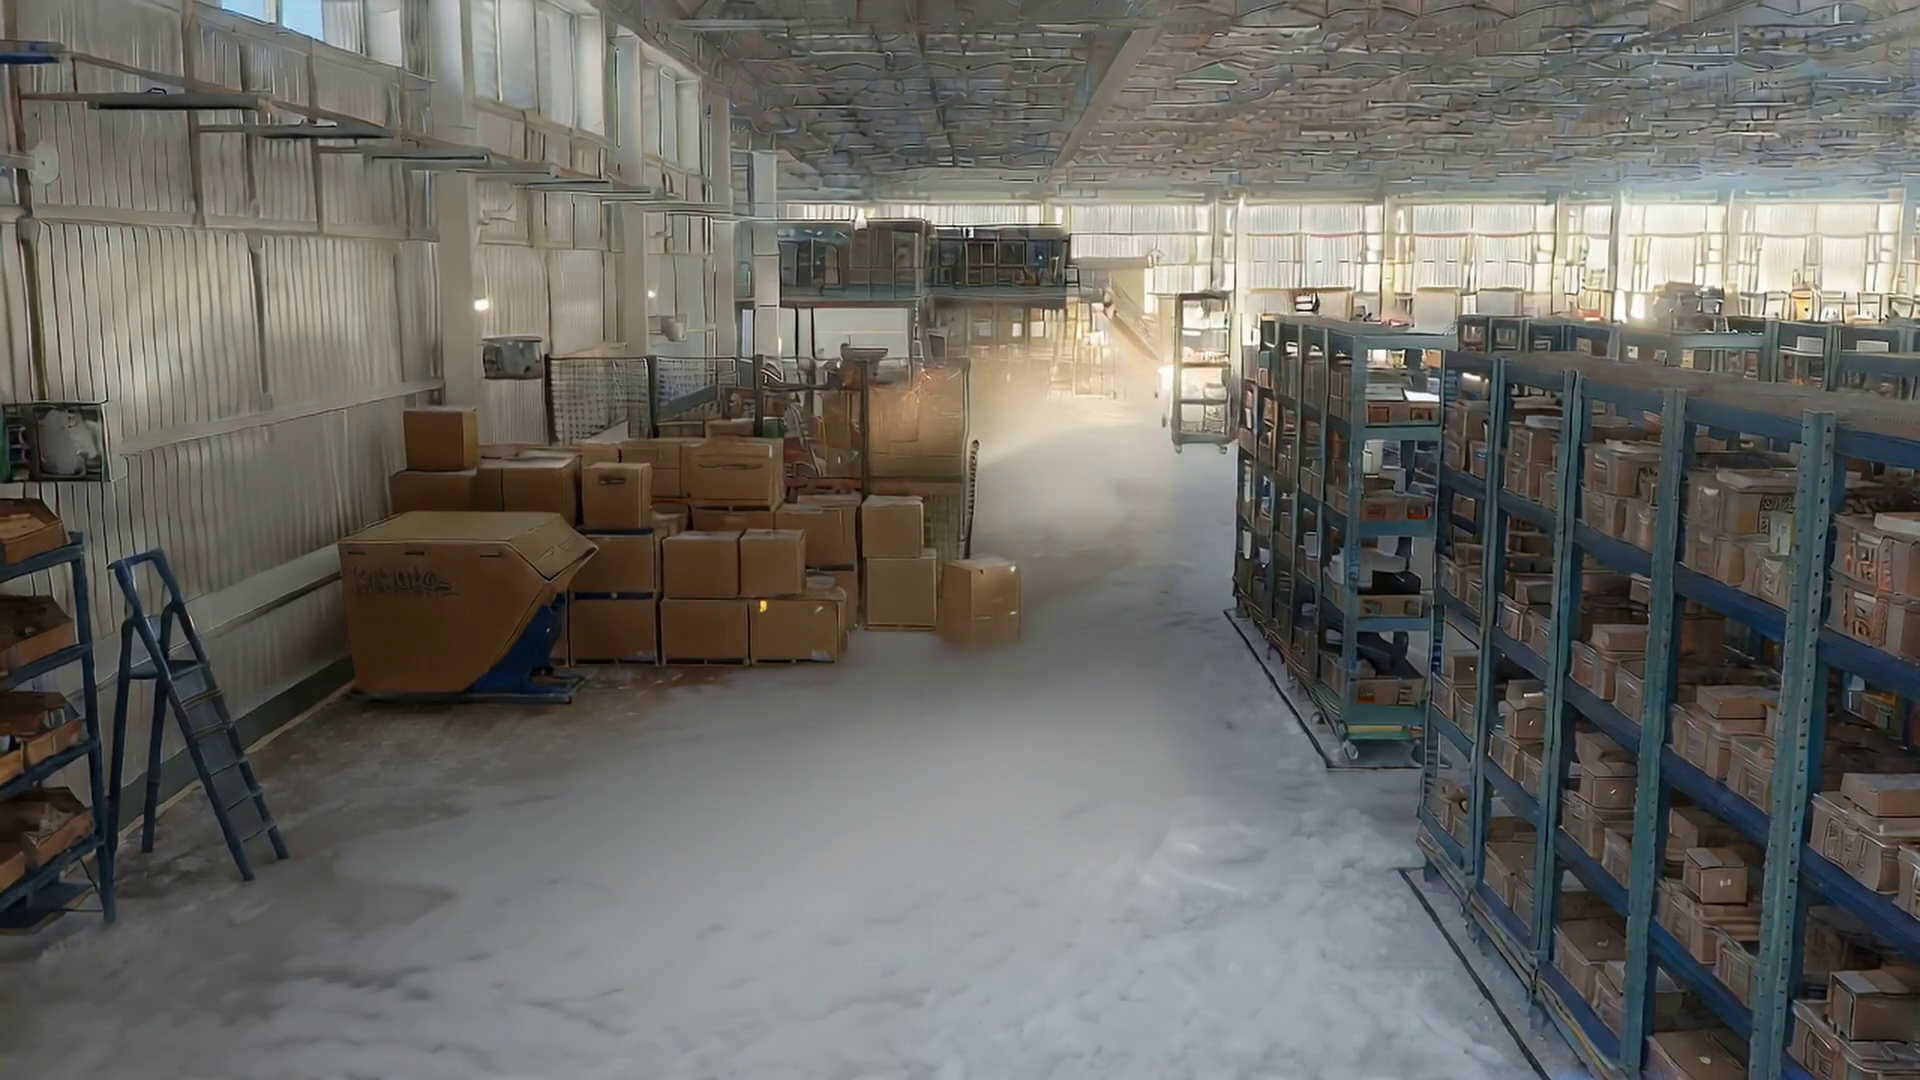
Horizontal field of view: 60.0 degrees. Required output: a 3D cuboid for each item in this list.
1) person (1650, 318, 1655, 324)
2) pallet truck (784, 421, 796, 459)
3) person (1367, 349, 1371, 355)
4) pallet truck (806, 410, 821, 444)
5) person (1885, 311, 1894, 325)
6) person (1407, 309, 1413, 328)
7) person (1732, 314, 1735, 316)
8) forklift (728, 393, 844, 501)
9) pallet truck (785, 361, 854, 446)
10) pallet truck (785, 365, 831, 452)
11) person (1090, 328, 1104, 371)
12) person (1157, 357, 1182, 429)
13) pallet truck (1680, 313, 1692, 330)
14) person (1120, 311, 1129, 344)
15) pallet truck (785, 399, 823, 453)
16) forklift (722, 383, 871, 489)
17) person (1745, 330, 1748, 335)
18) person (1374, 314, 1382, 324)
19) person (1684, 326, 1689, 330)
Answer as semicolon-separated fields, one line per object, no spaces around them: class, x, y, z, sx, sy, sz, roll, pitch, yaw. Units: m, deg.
person;33.538;-9.857;80.655;0.868;1.815;0.532;3;10;18
pallet truck;-4.013;-1.793;32.705;1.601;1.201;0.680;0;9;1
person;15.770;-7.187;63.926;0.812;1.887;0.620;1;9;5
pallet truck;-3.559;-2.018;33.905;1.522;1.261;0.704;0;9;-1
person;50.882;-11.577;91.040;0.989;1.883;0.565;-4;10;-25
person;25.588;-12.172;94.616;0.396;1.919;0.588;5;11;29
person;39.660;-10.654;85.379;0.605;1.877;0.985;-6;11;-32
forklift;-2.979;-1.316;26.476;2.680;1.987;1.157;0;9;1
pallet truck;-3.410;-3.193;38.978;1.885;1.965;0.823;0;9;-1
pallet truck;-3.774;-2.976;37.635;1.885;1.965;0.823;1;9;5
person;5.573;-7.740;67.734;0.813;1.792;0.538;-6;11;-33
person;5.483;-3.860;43.526;0.669;1.854;0.988;1;9;7
pallet truck;36.315;-10.531;84.244;0.823;1.965;1.885;-6;11;-33
person;9.208;-11.943;93.137;0.635;1.935;0.502;9;13;44
pallet truck;-3.814;-2.432;36.419;1.630;1.274;0.653;0;9;1
forklift;-2.893;-1.687;28.729;2.680;1.987;1.157;0;9;-1
person;30.488;-7.261;64.637;0.975;1.820;0.540;-4;10;-22
person;21.939;-10.964;87.428;0.452;1.828;0.656;1;9;8
person;30.254;-8.031;69.246;0.612;1.879;0.678;-4;10;-23
